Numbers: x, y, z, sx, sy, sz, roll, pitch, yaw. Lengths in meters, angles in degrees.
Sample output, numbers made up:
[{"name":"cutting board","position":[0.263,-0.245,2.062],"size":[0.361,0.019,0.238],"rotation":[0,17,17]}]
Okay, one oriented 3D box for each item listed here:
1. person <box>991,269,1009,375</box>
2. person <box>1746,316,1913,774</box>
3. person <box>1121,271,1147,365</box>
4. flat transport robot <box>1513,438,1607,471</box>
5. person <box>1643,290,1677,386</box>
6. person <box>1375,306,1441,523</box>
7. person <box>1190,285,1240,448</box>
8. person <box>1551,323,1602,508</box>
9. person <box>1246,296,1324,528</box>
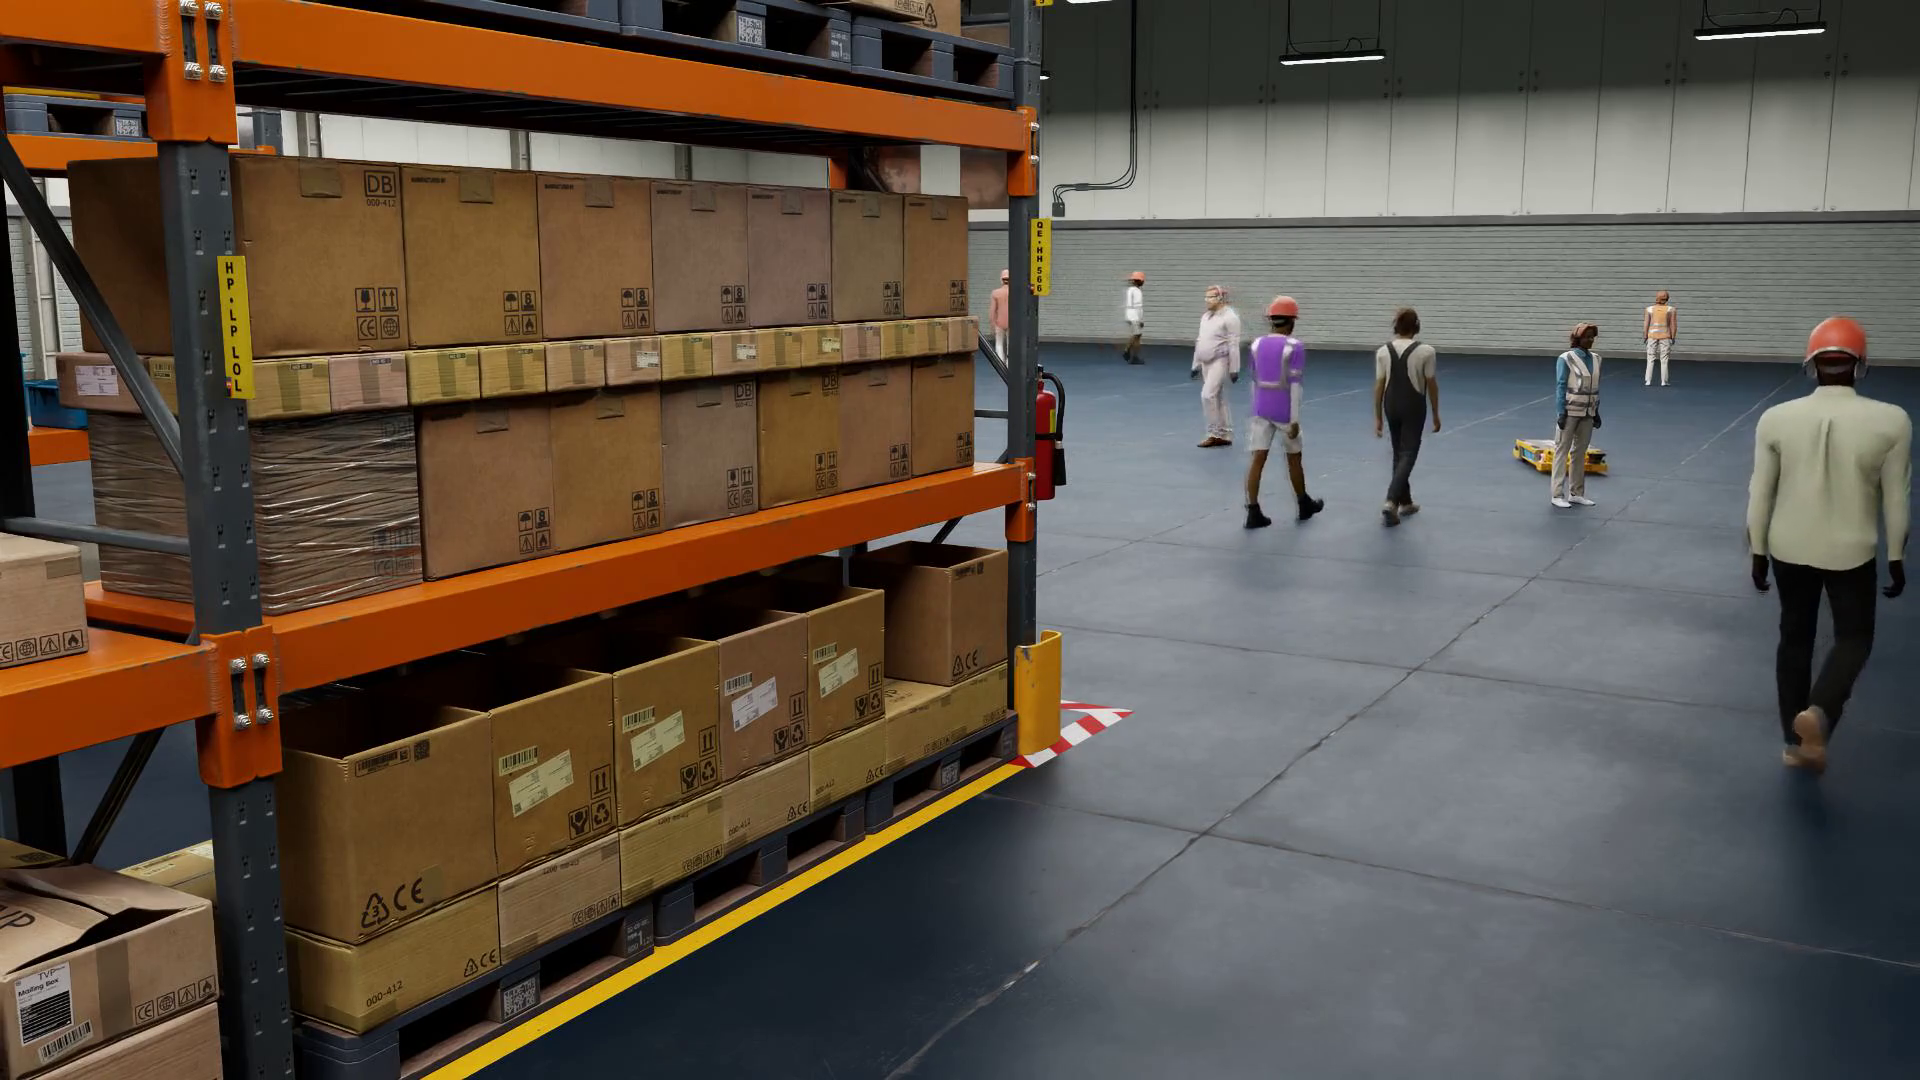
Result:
[{"name":"person","position":[0.874,-4.012,30.827],"size":[0.623,1.974,0.608],"rotation":[0,10,-1]},{"name":"person","position":[3.673,0.041,7.085],"size":[0.630,1.978,0.658],"rotation":[8,12,38]},{"name":"person","position":[3.630,-4.555,34.143],"size":[0.399,1.925,0.582],"rotation":[-2,10,-13]},{"name":"flat transport robot","position":[6.356,-0.914,17.665],"size":[0.652,0.197,1.431],"rotation":[1,10,7]},{"name":"person","position":[11.990,-3.450,28.512],"size":[0.522,1.638,0.309],"rotation":[5,11,29]},{"name":"person","position":[3.732,-1.059,14.015],"size":[0.510,1.815,0.923],"rotation":[8,12,39]},{"name":"person","position":[2.906,-2.019,19.401],"size":[0.663,1.881,0.664],"rotation":[-4,10,-21]},{"name":"person","position":[5.496,-1.110,14.805],"size":[0.514,1.642,0.310],"rotation":[-5,11,-28]},{"name":"person","position":[2.681,-1.068,13.817],"size":[0.562,1.887,0.968],"rotation":[10,14,44]}]
